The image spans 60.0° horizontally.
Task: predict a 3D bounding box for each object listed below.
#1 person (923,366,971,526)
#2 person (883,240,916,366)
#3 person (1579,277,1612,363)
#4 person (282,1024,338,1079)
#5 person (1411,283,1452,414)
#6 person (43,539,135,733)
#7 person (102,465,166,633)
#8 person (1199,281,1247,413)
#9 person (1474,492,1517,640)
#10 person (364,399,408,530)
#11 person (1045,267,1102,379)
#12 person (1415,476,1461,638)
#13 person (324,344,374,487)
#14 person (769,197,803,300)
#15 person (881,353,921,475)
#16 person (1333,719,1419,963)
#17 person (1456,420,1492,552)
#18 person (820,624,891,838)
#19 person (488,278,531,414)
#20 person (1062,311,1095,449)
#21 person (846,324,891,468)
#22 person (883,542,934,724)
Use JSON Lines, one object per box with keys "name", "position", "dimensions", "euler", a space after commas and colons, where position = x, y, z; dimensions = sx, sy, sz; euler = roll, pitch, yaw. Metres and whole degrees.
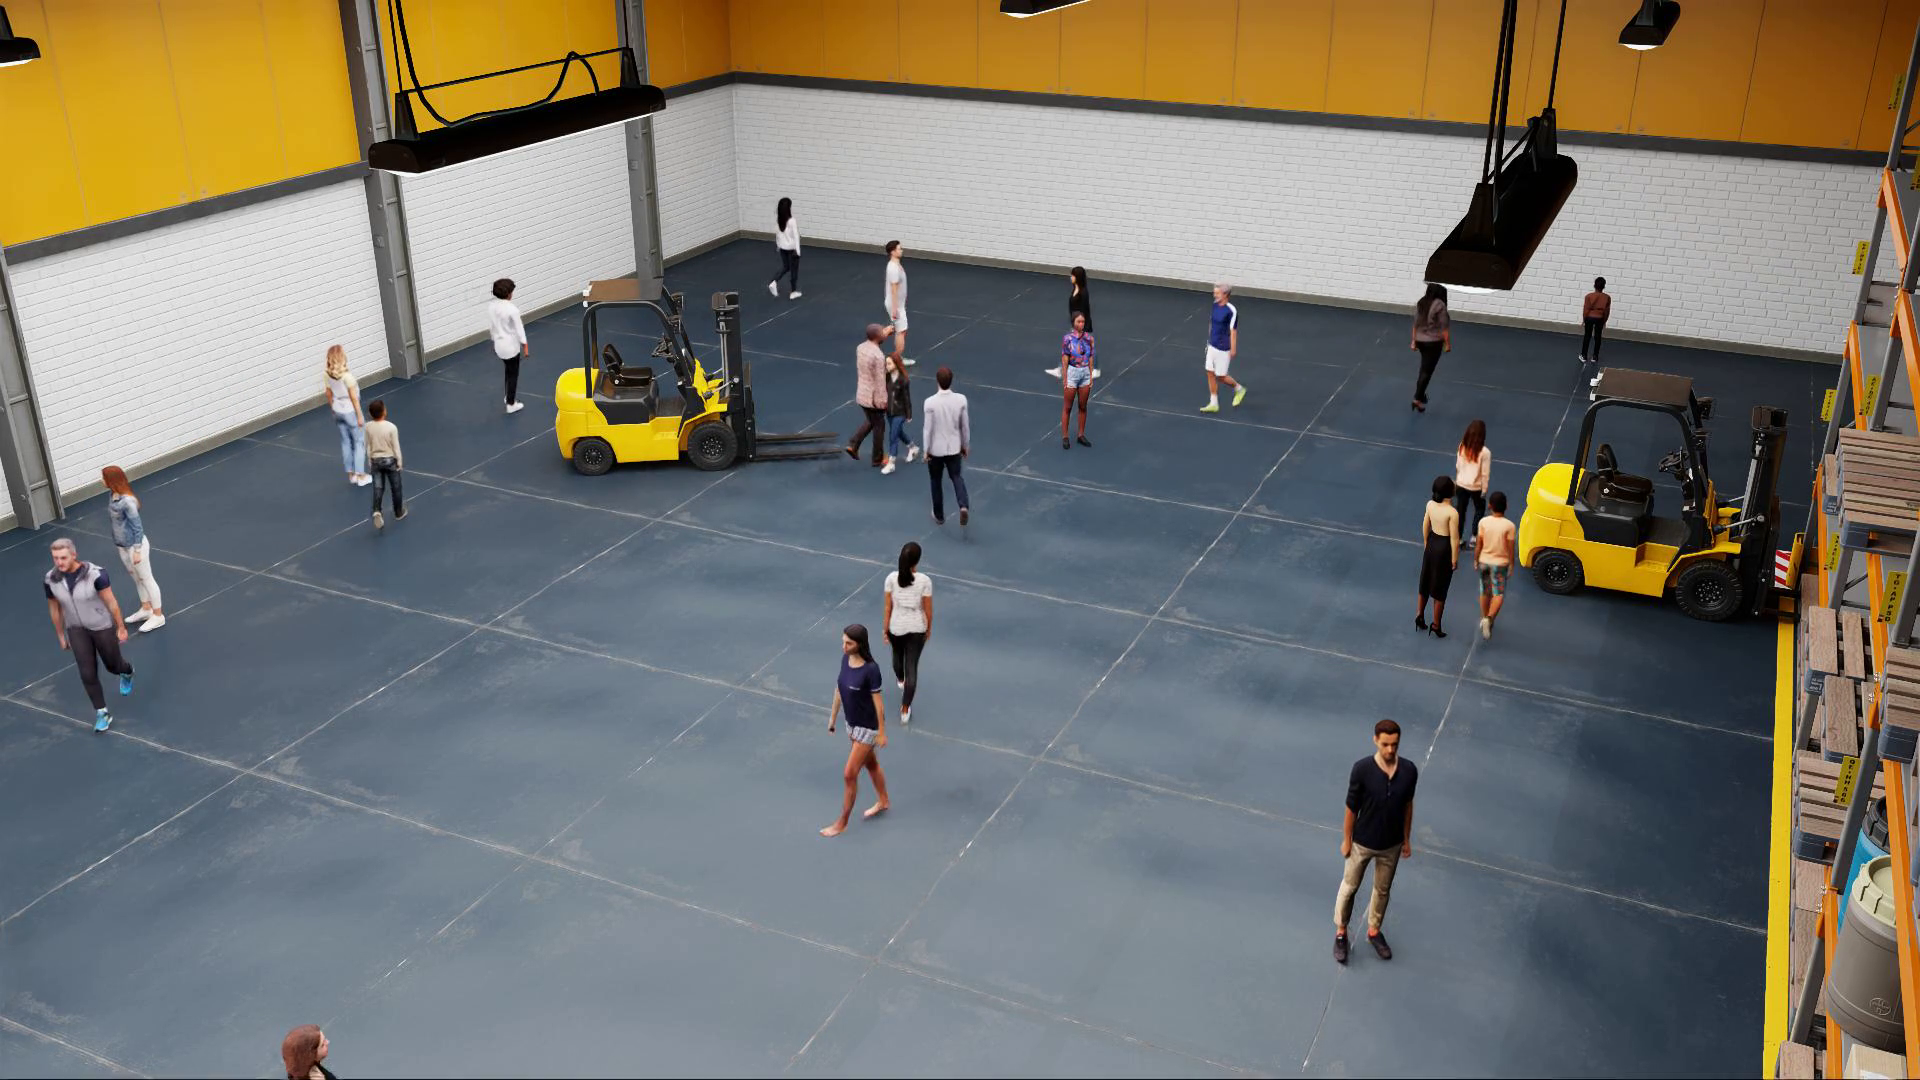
{"name": "person", "position": [-0.140, -0.992, 18.409], "dimensions": [0.993, 1.836, 1.053], "euler": [-9, 25, -19]}
{"name": "person", "position": [-1.012, -3.393, 23.893], "dimensions": [1.025, 1.843, 1.015], "euler": [-3, 24, -6]}
{"name": "person", "position": [9.248, -3.222, 24.238], "dimensions": [0.553, 1.254, 0.518], "euler": [6, 24, 12]}
{"name": "person", "position": [-3.439, 3.294, 8.788], "dimensions": [0.970, 1.689, 0.853], "euler": [-14, 27, -29]}
{"name": "person", "position": [6.131, -2.553, 21.999], "dimensions": [0.870, 1.821, 0.813], "euler": [-11, 26, -24]}
{"name": "person", "position": [-7.521, 0.758, 14.461], "dimensions": [1.013, 1.793, 1.113], "euler": [-3, 24, -7]}
{"name": "person", "position": [-8.039, 0.052, 16.190], "dimensions": [0.666, 1.700, 0.616], "euler": [20, 31, 38]}
{"name": "person", "position": [3.524, -2.558, 22.014], "dimensions": [0.998, 1.819, 0.910], "euler": [-12, 26, -25]}
{"name": "person", "position": [5.127, 0.257, 16.044], "dimensions": [0.587, 1.442, 0.880], "euler": [15, 28, 31]}
{"name": "person", "position": [-6.446, -0.834, 18.531], "dimensions": [0.805, 1.450, 0.978], "euler": [-1, 24, -2]}
{"name": "person", "position": [1.766, -3.014, 23.320], "dimensions": [1.070, 1.607, 1.025], "euler": [-8, 25, -17]}
{"name": "person", "position": [4.611, 0.150, 16.028], "dimensions": [0.691, 1.650, 0.660], "euler": [-14, 27, -30]}
{"name": "person", "position": [-7.260, -1.468, 19.638], "dimensions": [0.631, 1.724, 0.560], "euler": [11, 26, 23]}
{"name": "person", "position": [-2.860, -4.739, 27.170], "dimensions": [0.757, 1.686, 0.926], "euler": [20, 30, 37]}
{"name": "person", "position": [-0.723, -1.581, 20.227], "dimensions": [0.766, 1.461, 1.029], "euler": [20, 31, 39]}
{"name": "person", "position": [2.855, 2.044, 11.435], "dimensions": [0.707, 1.859, 0.696], "euler": [-1, 24, -3]}
{"name": "person", "position": [5.457, -0.568, 17.895], "dimensions": [0.753, 1.471, 0.703], "euler": [-21, 31, -39]}
{"name": "person", "position": [-0.681, 1.430, 12.991], "dimensions": [1.042, 1.738, 0.874], "euler": [-17, 29, -34]}
{"name": "person", "position": [-6.049, -2.556, 22.038], "dimensions": [0.651, 1.795, 0.604], "euler": [11, 26, 24]}
{"name": "person", "position": [1.468, -2.020, 20.888], "dimensions": [0.664, 1.735, 0.719], "euler": [-8, 25, -17]}
{"name": "person", "position": [-1.135, -1.732, 20.163], "dimensions": [0.986, 1.788, 0.908], "euler": [-16, 28, -32]}
{"name": "person", "position": [-0.457, 0.834, 14.514], "dimensions": [0.818, 1.610, 1.095], "euler": [1, 24, 3]}
